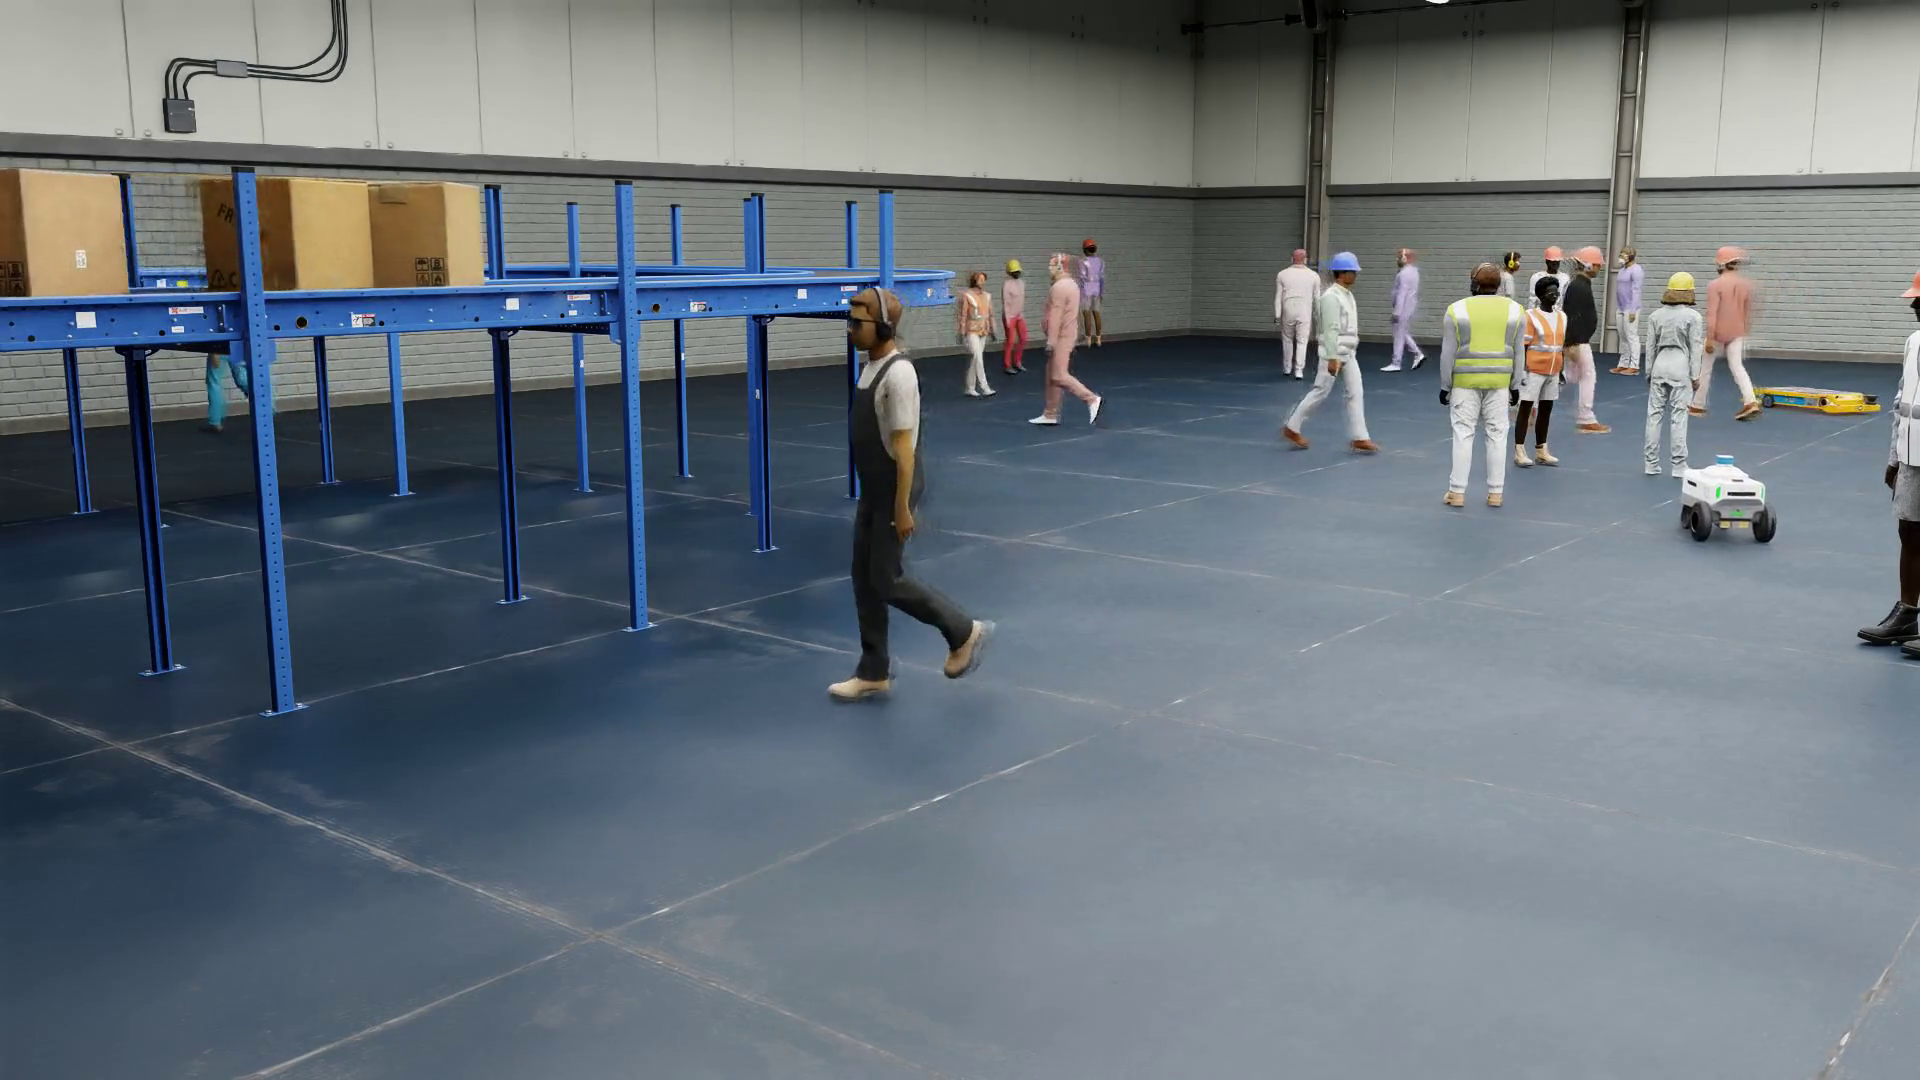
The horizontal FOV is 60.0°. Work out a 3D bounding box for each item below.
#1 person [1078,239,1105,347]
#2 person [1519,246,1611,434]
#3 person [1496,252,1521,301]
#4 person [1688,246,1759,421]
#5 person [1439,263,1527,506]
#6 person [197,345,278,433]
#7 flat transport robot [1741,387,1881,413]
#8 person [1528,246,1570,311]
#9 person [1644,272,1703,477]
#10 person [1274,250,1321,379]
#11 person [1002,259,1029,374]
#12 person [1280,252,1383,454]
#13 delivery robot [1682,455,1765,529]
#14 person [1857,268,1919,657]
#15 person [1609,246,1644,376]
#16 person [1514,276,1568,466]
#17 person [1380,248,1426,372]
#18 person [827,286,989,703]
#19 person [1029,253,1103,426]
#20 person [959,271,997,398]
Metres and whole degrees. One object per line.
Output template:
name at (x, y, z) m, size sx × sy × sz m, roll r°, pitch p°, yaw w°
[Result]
person at (2.465, -4.710, 31.695) m, size 0.612 × 2.039 × 0.392 m, roll -7°, pitch 13°, yaw -35°
person at (6.438, -2.115, 17.568) m, size 0.864 × 1.961 × 0.621 m, roll 3°, pitch 11°, yaw 16°
person at (7.999, -3.225, 24.032) m, size 0.870 × 1.832 × 0.574 m, roll 2°, pitch 10°, yaw 13°
person at (8.690, -2.336, 18.803) m, size 0.629 × 1.957 × 1.003 m, roll -3°, pitch 11°, yaw -18°
person at (3.970, -1.183, 12.695) m, size 0.633 × 1.846 × 0.429 m, roll 1°, pitch 10°, yaw 4°
person at (-7.678, -2.039, 17.528) m, size 0.869 × 1.819 × 0.574 m, roll 3°, pitch 11°, yaw 17°
flat transport robot at (10.245, -1.703, 20.056) m, size 0.652 × 0.197 × 1.431 m, roll -4°, pitch 11°, yaw -22°
person at (7.814, -2.916, 22.045) m, size 0.551 × 1.935 × 0.375 m, roll -1°, pitch 10°, yaw -6°
person at (6.143, -1.425, 14.315) m, size 0.308 × 1.744 × 0.485 m, roll -8°, pitch 13°, yaw -36°
person at (4.973, -3.322, 24.499) m, size 0.671 × 1.863 × 0.958 m, roll 3°, pitch 11°, yaw 14°
person at (0.802, -3.362, 25.089) m, size 0.476 × 1.723 × 0.539 m, roll 10°, pitch 14°, yaw 43°
person at (3.563, -1.795, 15.901) m, size 0.977 × 1.911 × 0.617 m, roll 7°, pitch 12°, yaw 34°
delivery robot at (5.255, -0.340, 11.459) m, size 0.477 × 0.478 × 0.707 m, roll 1°, pitch 10°, yaw 5°
person at (4.720, -0.399, 8.103) m, size 0.367 × 1.932 × 0.551 m, roll -2°, pitch 10°, yaw -10°
person at (10.069, -3.459, 25.088) m, size 0.376 × 1.930 × 0.626 m, roll -1°, pitch 10°, yaw -3°
person at (5.228, -1.517, 14.951) m, size 0.530 × 1.697 × 0.321 m, roll -4°, pitch 11°, yaw -22°
person at (6.840, -3.538, 25.611) m, size 0.542 × 1.902 × 0.683 m, roll 5°, pitch 11°, yaw 25°
person at (-0.254, -0.198, 7.316) m, size 0.634 × 1.828 × 0.502 m, roll -4°, pitch 11°, yaw -19°
person at (1.159, -2.174, 18.082) m, size 0.760 × 1.885 × 0.658 m, roll 2°, pitch 11°, yaw 13°
person at (0.302, -2.622, 21.291) m, size 0.758 × 1.606 × 0.541 m, roll 9°, pitch 14°, yaw 42°
